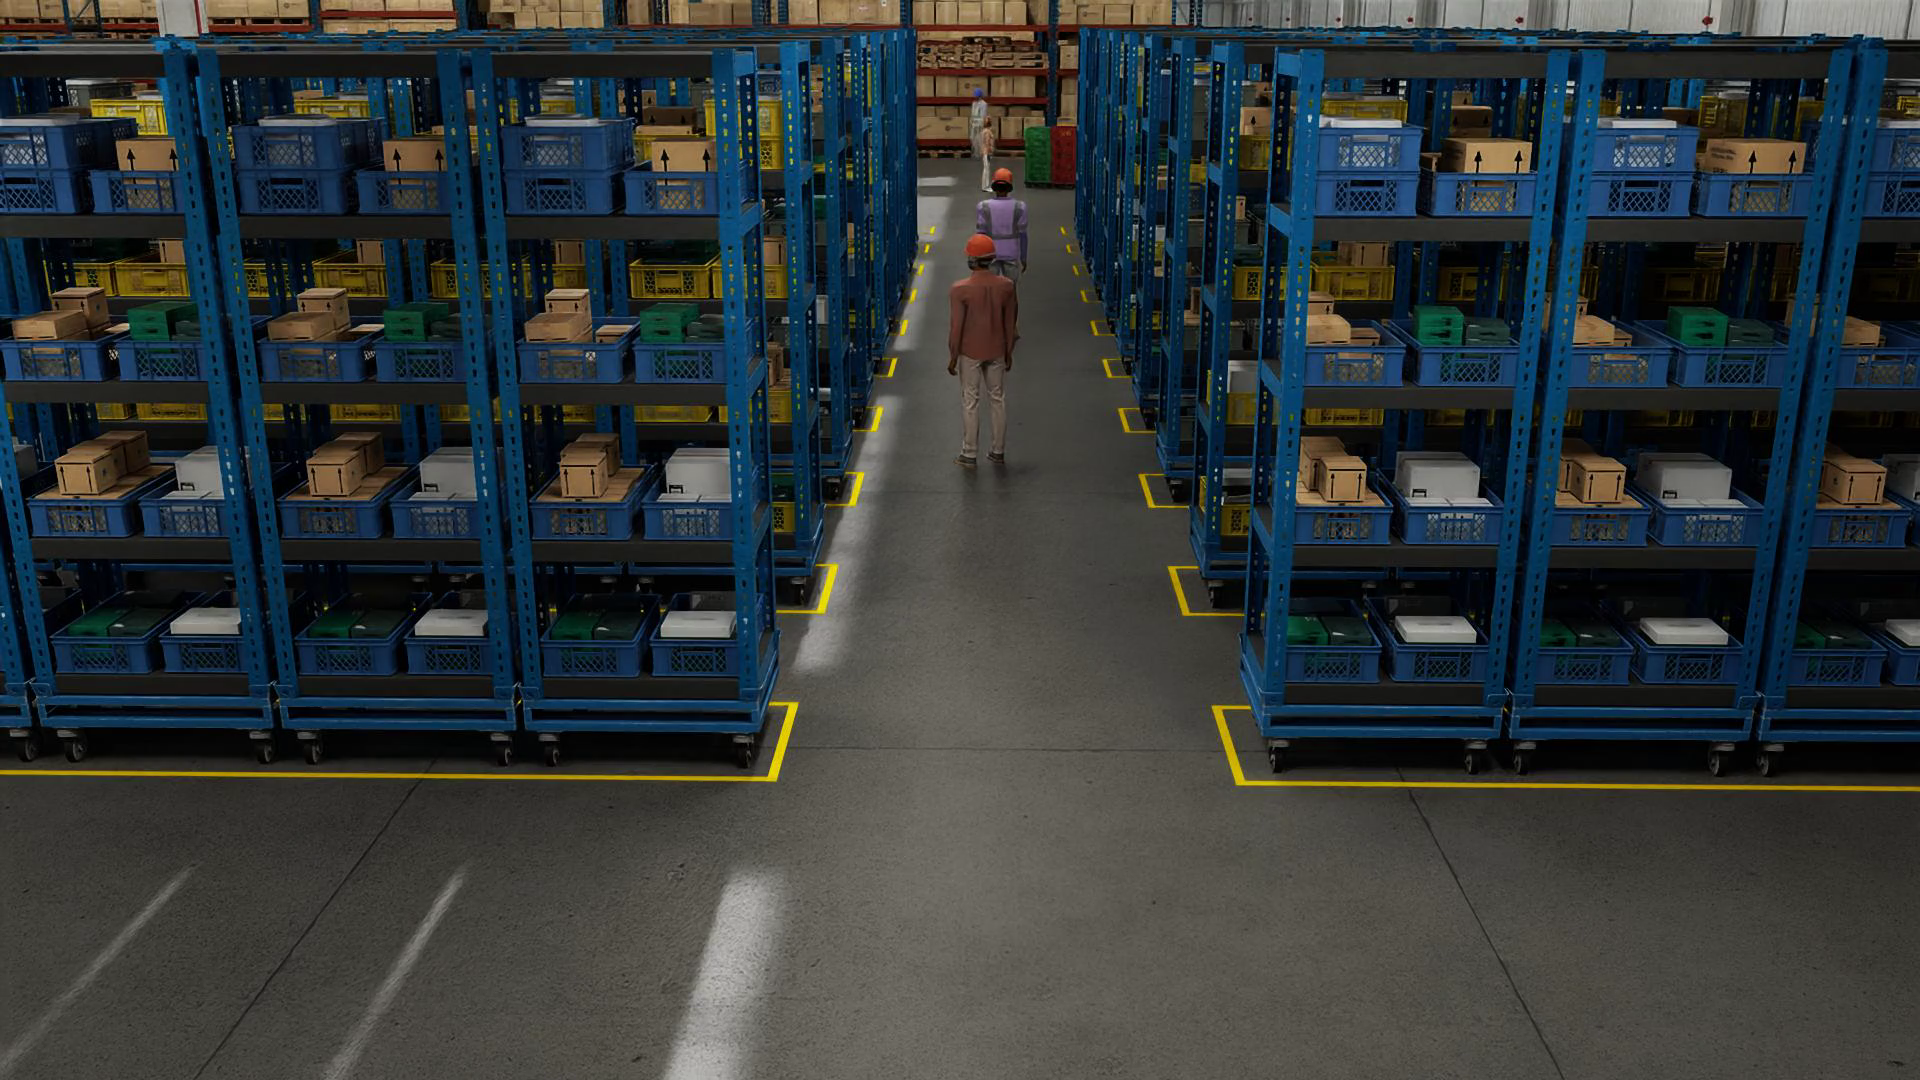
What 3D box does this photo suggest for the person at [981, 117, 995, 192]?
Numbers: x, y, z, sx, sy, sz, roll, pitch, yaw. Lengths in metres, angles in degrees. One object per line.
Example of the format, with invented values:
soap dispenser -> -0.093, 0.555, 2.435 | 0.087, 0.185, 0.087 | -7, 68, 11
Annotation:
person -> 0.620, -8.589, 37.055 | 0.307, 1.637, 0.525 | 0, 17, -1

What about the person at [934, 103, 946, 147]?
person -> -0.644, -12.653, 49.708 | 0.432, 1.816, 0.603 | -5, 18, -16

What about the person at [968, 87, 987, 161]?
person -> 0.485, -11.249, 45.024 | 0.403, 1.947, 0.608 | -13, 22, -36

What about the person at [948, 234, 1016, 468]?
person -> 0.183, -1.609, 14.214 | 0.622, 1.996, 0.370 | -8, 19, -24

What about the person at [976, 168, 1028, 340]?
person -> 0.494, -3.397, 19.839 | 0.616, 2.041, 0.382 | -1, 17, -2
